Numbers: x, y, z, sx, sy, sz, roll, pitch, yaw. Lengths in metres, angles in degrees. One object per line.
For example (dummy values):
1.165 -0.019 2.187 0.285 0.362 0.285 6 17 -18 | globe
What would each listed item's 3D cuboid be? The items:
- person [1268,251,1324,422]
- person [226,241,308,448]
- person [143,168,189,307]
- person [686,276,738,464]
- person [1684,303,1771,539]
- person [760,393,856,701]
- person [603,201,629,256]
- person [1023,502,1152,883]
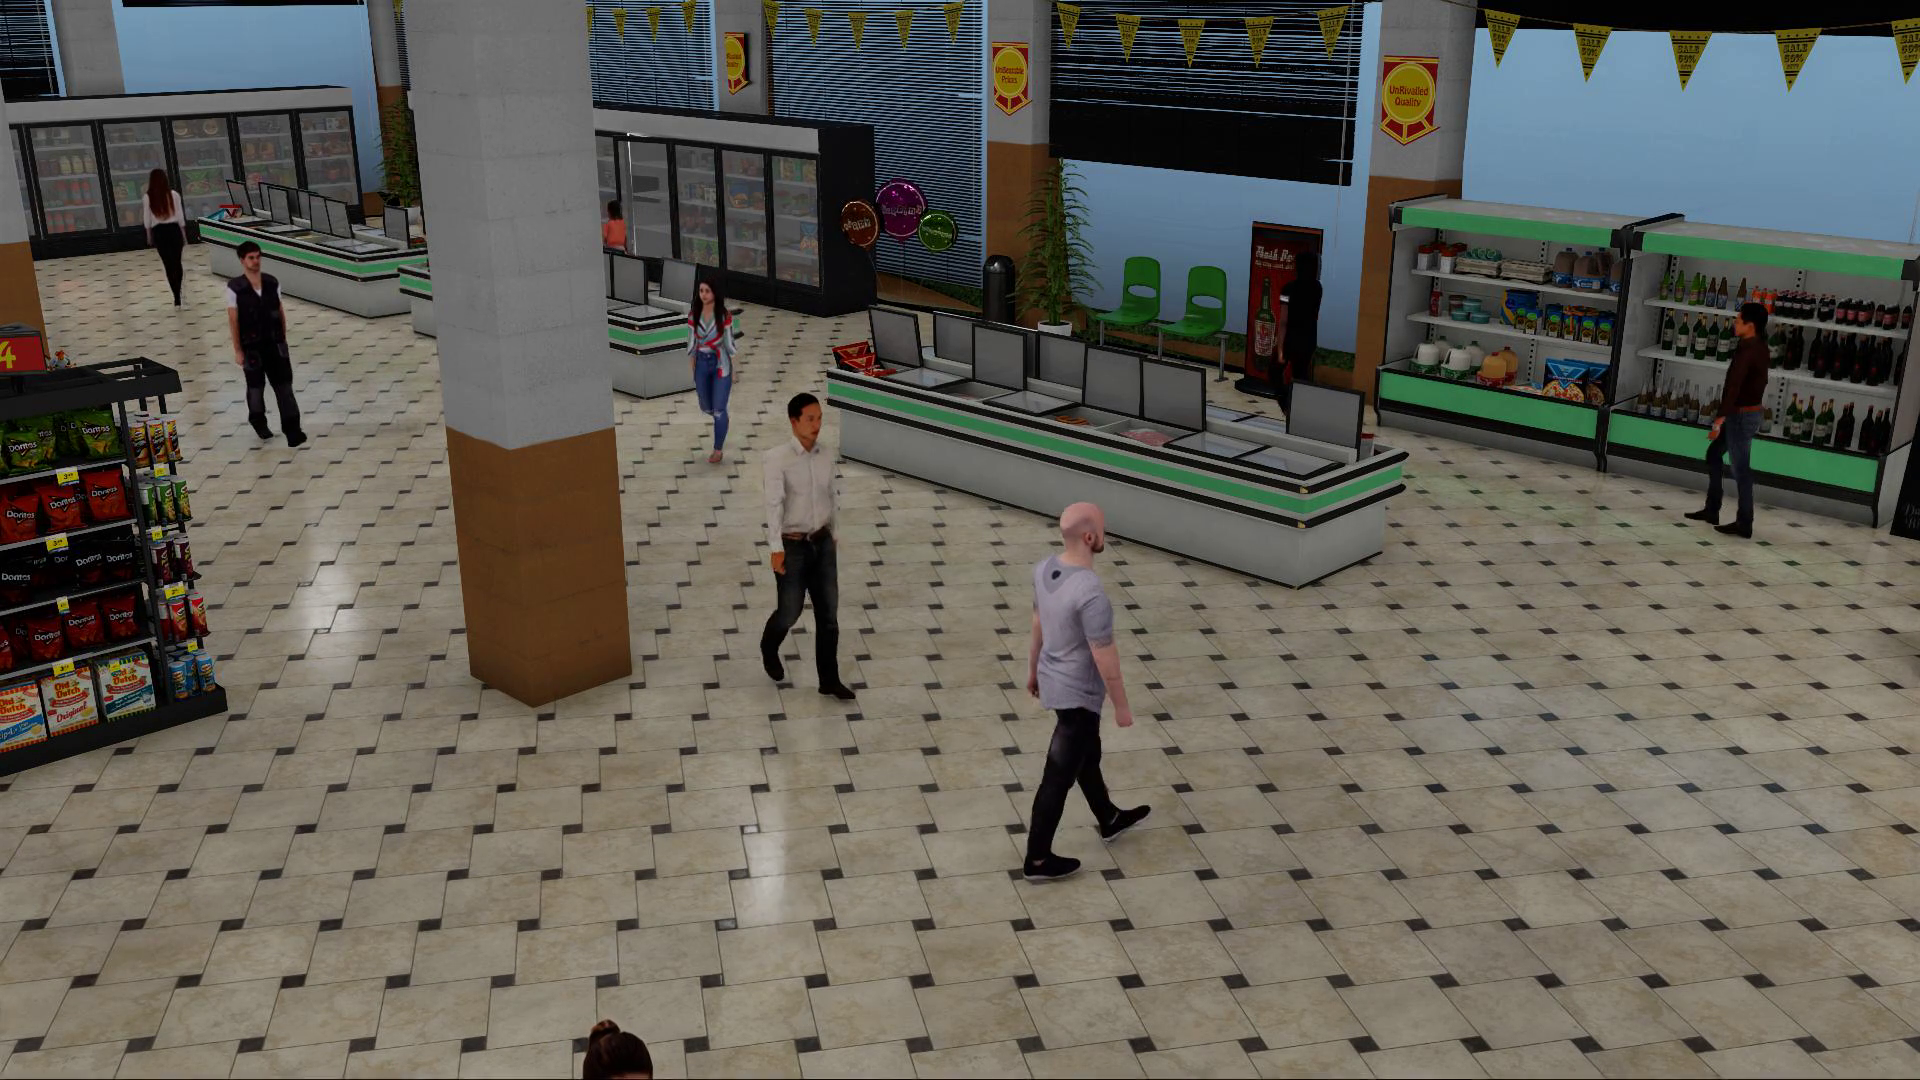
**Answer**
3.077 -1.727 14.971 0.732 1.720 0.783 -7 20 -20 | person
-6.263 -1.722 14.830 0.730 1.801 1.180 -15 24 -38 | person
-10.042 -3.781 21.098 0.828 1.699 1.228 -11 21 -29 | person
-2.120 -1.508 14.516 0.965 1.596 0.961 3 19 10 | person
5.897 -0.865 12.349 0.803 1.762 0.759 12 22 32 | person
-0.960 0.037 9.629 0.742 1.791 1.002 -15 24 -37 | person
-4.419 -3.705 21.500 0.521 1.296 0.909 -16 24 -40 | person
0.431 0.719 7.573 0.995 1.812 1.064 -8 20 -23 | person
